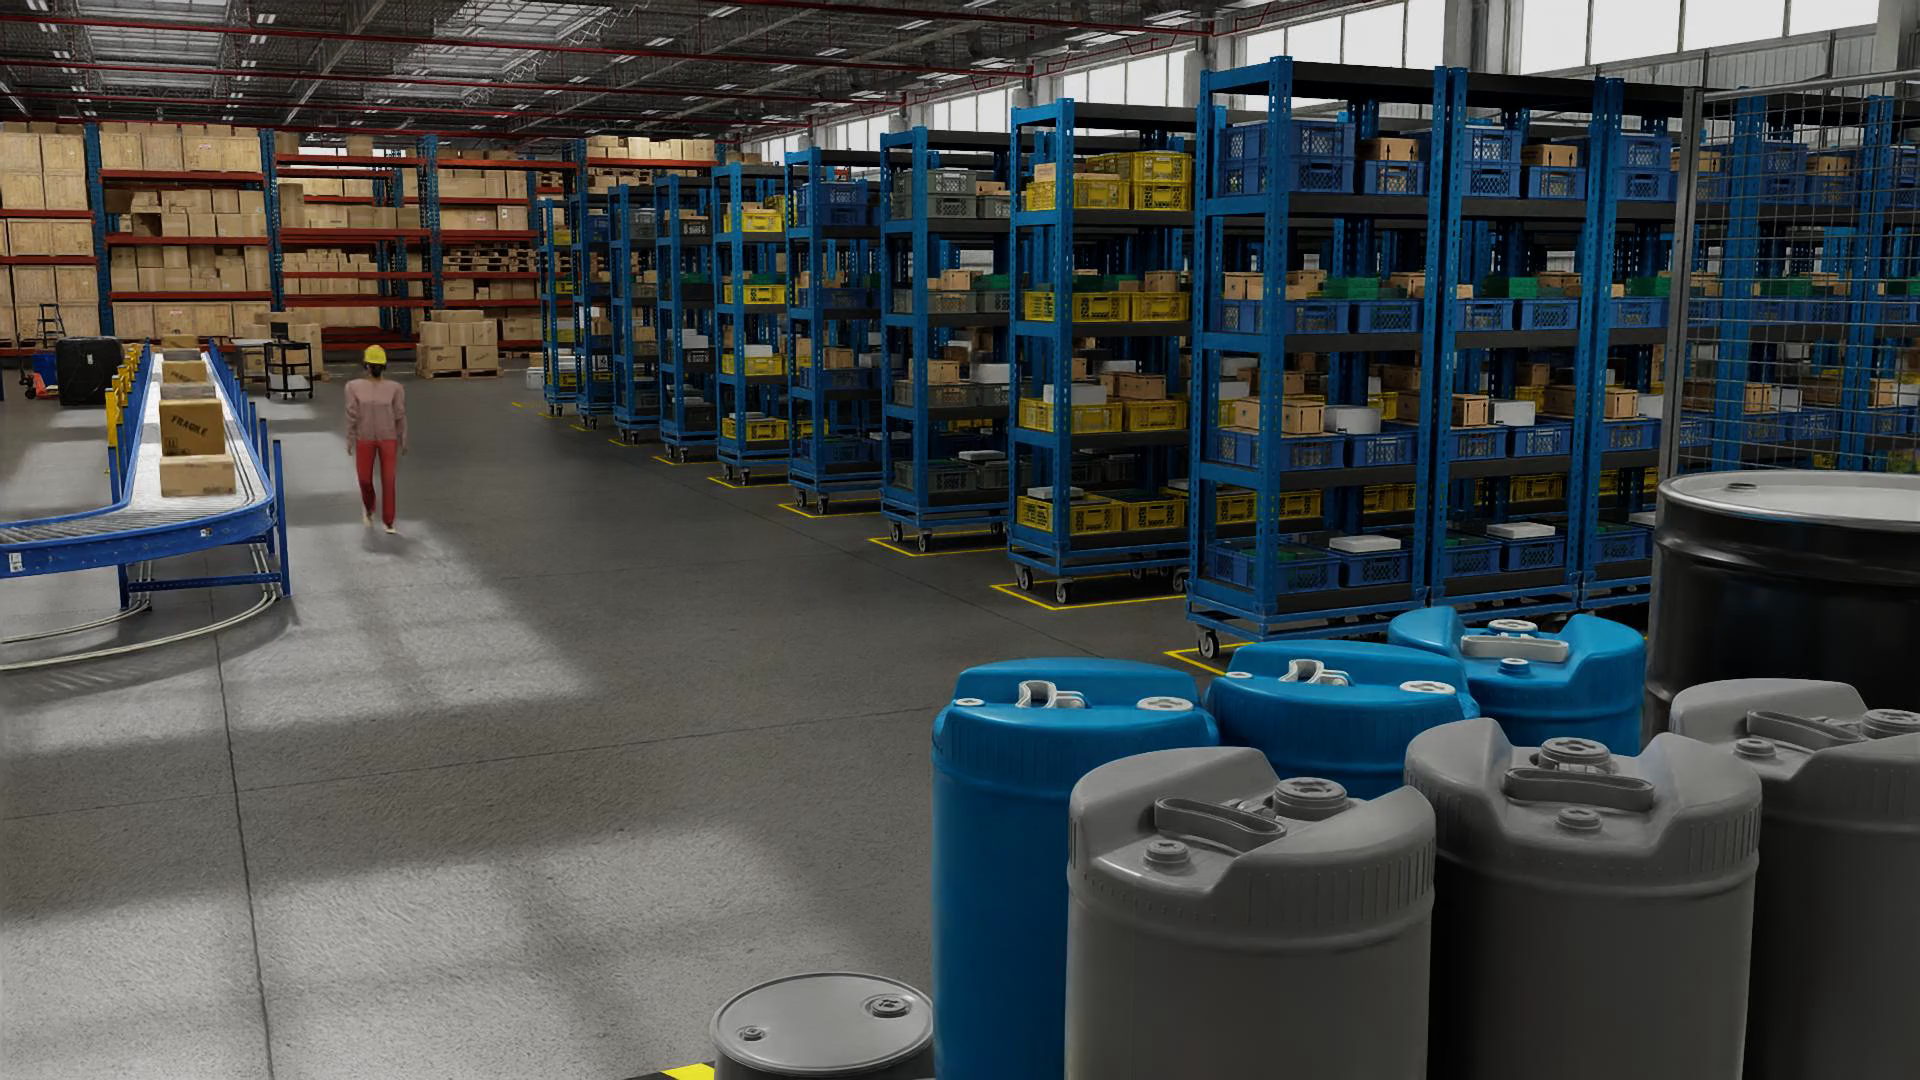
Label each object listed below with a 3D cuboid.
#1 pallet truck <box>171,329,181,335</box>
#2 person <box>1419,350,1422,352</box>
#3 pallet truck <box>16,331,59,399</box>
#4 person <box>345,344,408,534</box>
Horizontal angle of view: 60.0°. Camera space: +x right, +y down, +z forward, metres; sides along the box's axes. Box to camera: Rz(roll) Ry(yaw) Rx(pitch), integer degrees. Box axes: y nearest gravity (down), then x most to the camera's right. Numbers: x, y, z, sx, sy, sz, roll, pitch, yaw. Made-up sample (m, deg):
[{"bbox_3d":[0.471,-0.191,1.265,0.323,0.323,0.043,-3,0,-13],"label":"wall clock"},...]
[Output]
[{"bbox_3d":[-17.275,-3.851,35.096,1.601,1.201,0.680,0,9,1],"label":"pallet truck"},{"bbox_3d":[5.524,-1.828,20.273,0.618,1.966,0.854,-1,9,-4],"label":"person"},{"bbox_3d":[-17.082,-3.353,31.781,1.630,1.274,0.653,-4,10,-25],"label":"pallet truck"},{"bbox_3d":[-5.340,-0.915,15.252,0.542,1.750,0.367,-3,10,-21],"label":"person"}]
